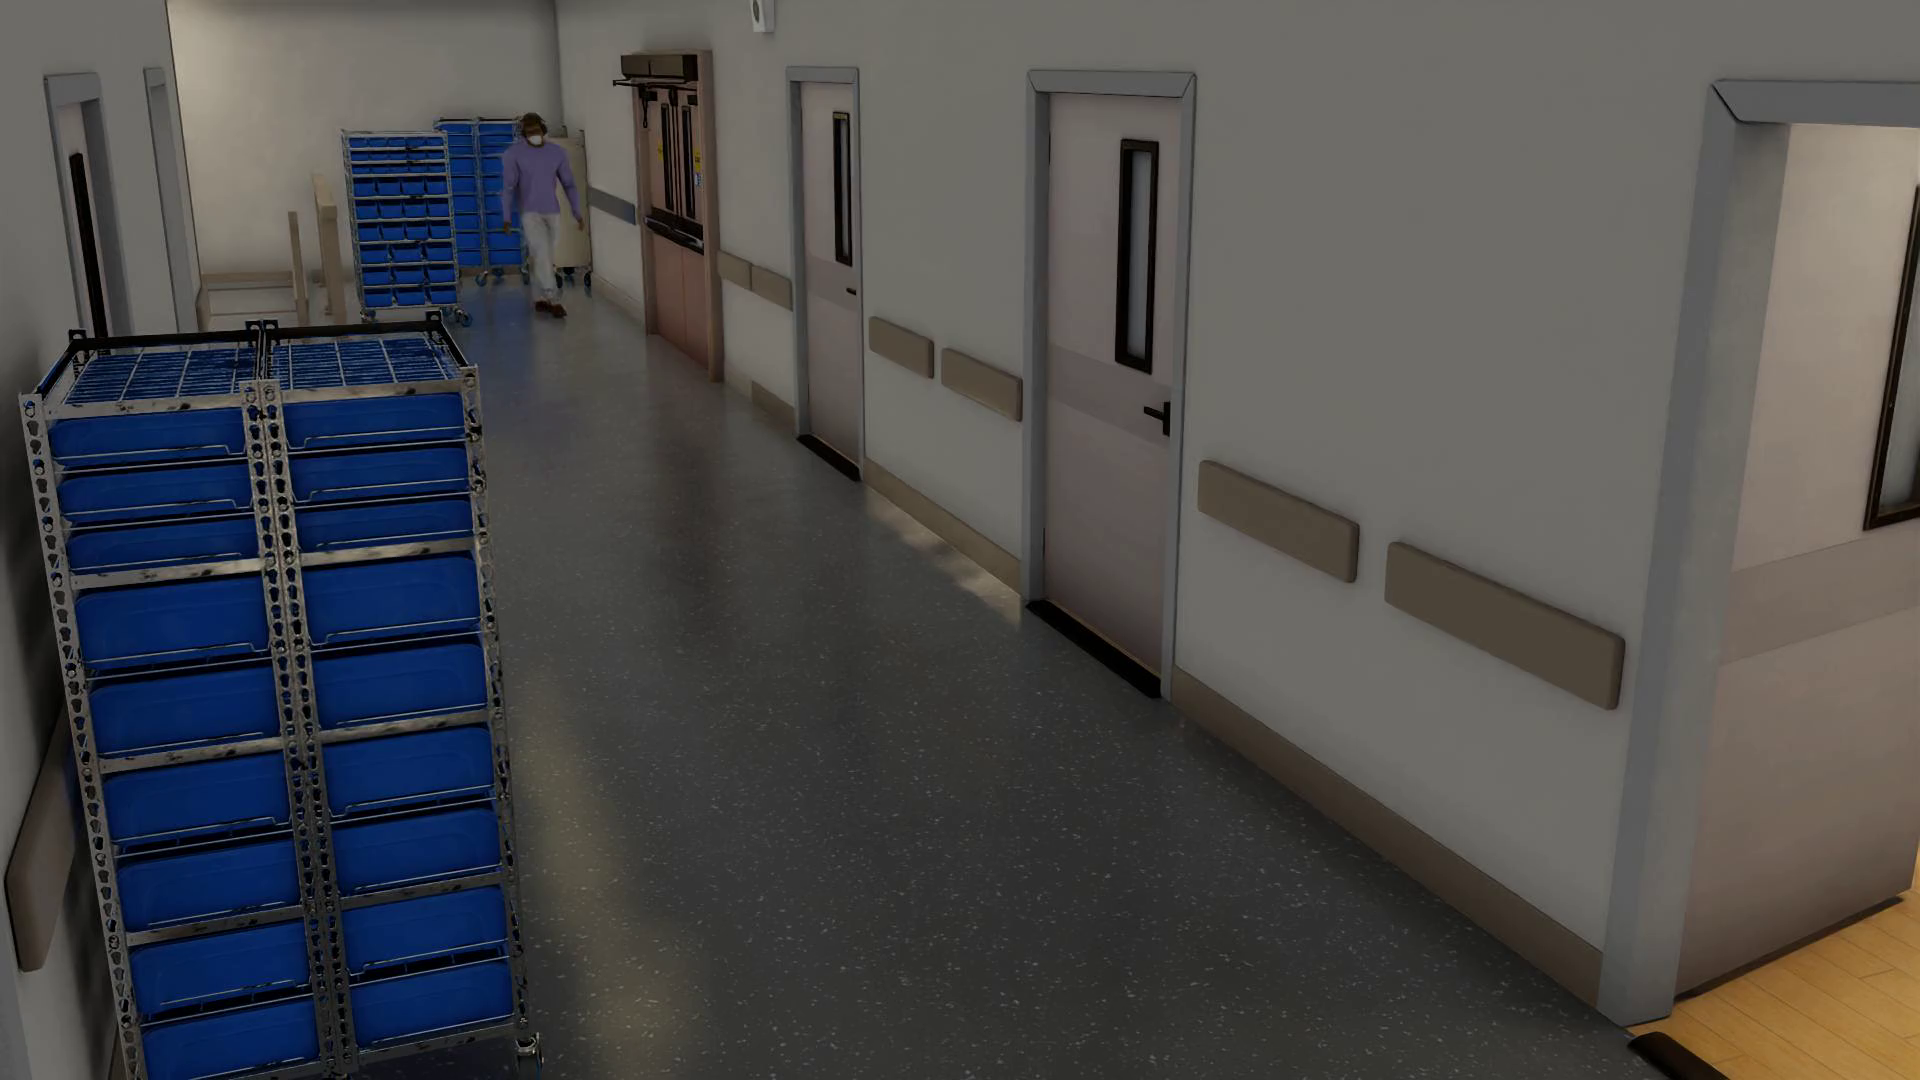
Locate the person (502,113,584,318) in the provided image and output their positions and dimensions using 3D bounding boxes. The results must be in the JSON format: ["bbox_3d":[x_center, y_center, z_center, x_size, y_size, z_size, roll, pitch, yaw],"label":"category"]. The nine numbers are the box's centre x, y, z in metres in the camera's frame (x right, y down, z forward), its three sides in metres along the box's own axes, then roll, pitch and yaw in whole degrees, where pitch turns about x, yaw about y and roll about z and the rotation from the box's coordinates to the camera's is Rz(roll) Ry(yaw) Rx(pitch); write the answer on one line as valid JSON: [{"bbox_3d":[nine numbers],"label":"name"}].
[{"bbox_3d":[-3.891,-3.046,15.658,0.736,1.887,0.825,-13,20,-38],"label":"person"}]
